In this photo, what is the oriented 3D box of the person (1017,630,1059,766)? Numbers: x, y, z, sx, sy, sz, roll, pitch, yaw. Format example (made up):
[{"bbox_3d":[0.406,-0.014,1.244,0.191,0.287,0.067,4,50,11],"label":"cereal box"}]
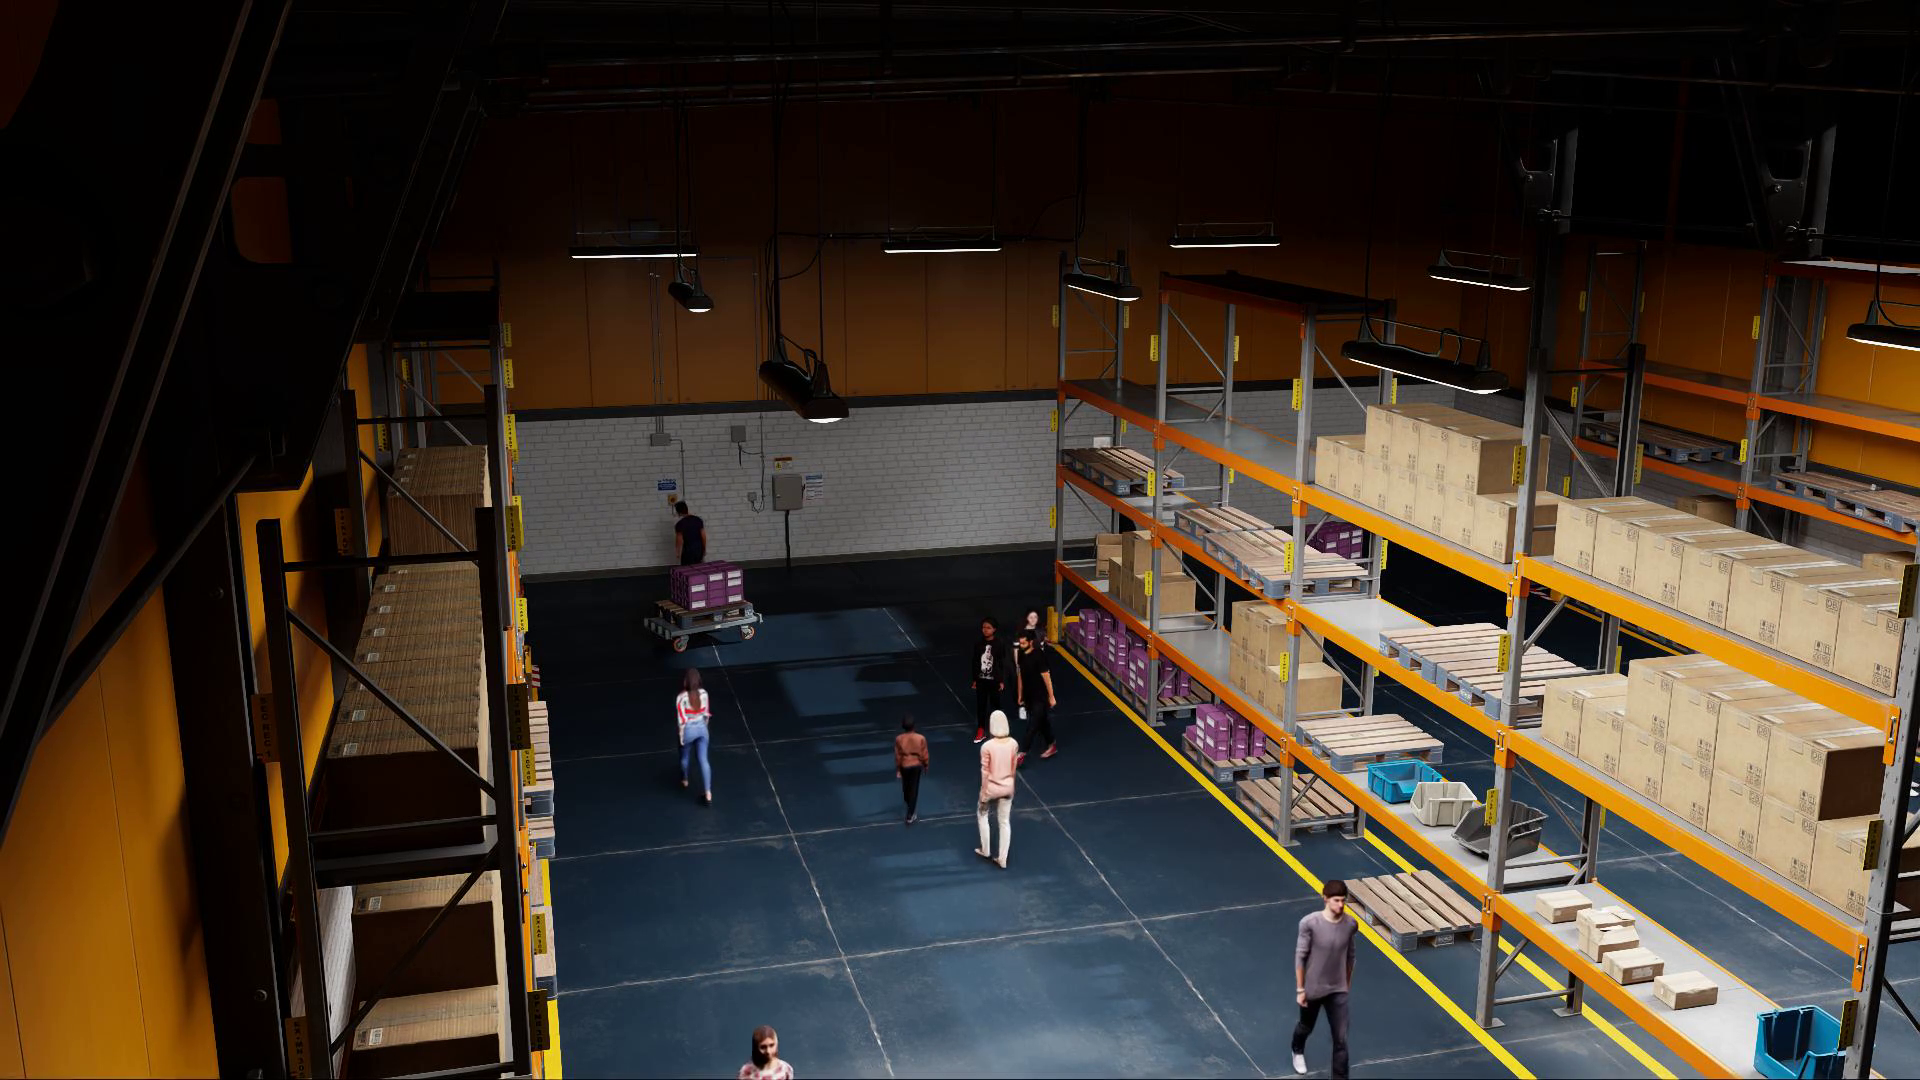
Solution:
[{"bbox_3d":[1.020,1.945,20.779,1.026,1.696,1.170,-11,17,-38],"label":"person"}]

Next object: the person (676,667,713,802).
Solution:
[{"bbox_3d":[-3.090,2.309,19.546,0.805,1.571,1.164,-8,16,-29],"label":"person"}]

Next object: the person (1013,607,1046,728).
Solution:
[{"bbox_3d":[0.878,1.659,22.164,0.600,1.600,1.026,-3,14,-13],"label":"person"}]

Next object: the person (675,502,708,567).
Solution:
[{"bbox_3d":[-4.464,0.201,27.856,0.759,1.756,0.640,-2,14,-9],"label":"person"}]

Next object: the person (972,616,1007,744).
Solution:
[{"bbox_3d":[0.370,1.793,21.455,0.678,1.675,0.686,3,14,11],"label":"person"}]

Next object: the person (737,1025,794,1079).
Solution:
[{"bbox_3d":[-1.419,4.170,11.811,0.582,1.593,1.136,-3,14,-13],"label":"person"}]

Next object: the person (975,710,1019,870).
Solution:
[{"bbox_3d":[0.438,2.679,17.722,0.689,1.710,0.779,-6,15,-24],"label":"person"}]

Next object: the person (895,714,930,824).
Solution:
[{"bbox_3d":[-0.564,2.626,18.989,0.762,1.217,0.972,2,14,9],"label":"person"}]

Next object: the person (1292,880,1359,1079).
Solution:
[{"bbox_3d":[2.935,3.625,13.594,0.849,1.814,1.192,-1,14,-3],"label":"person"}]
